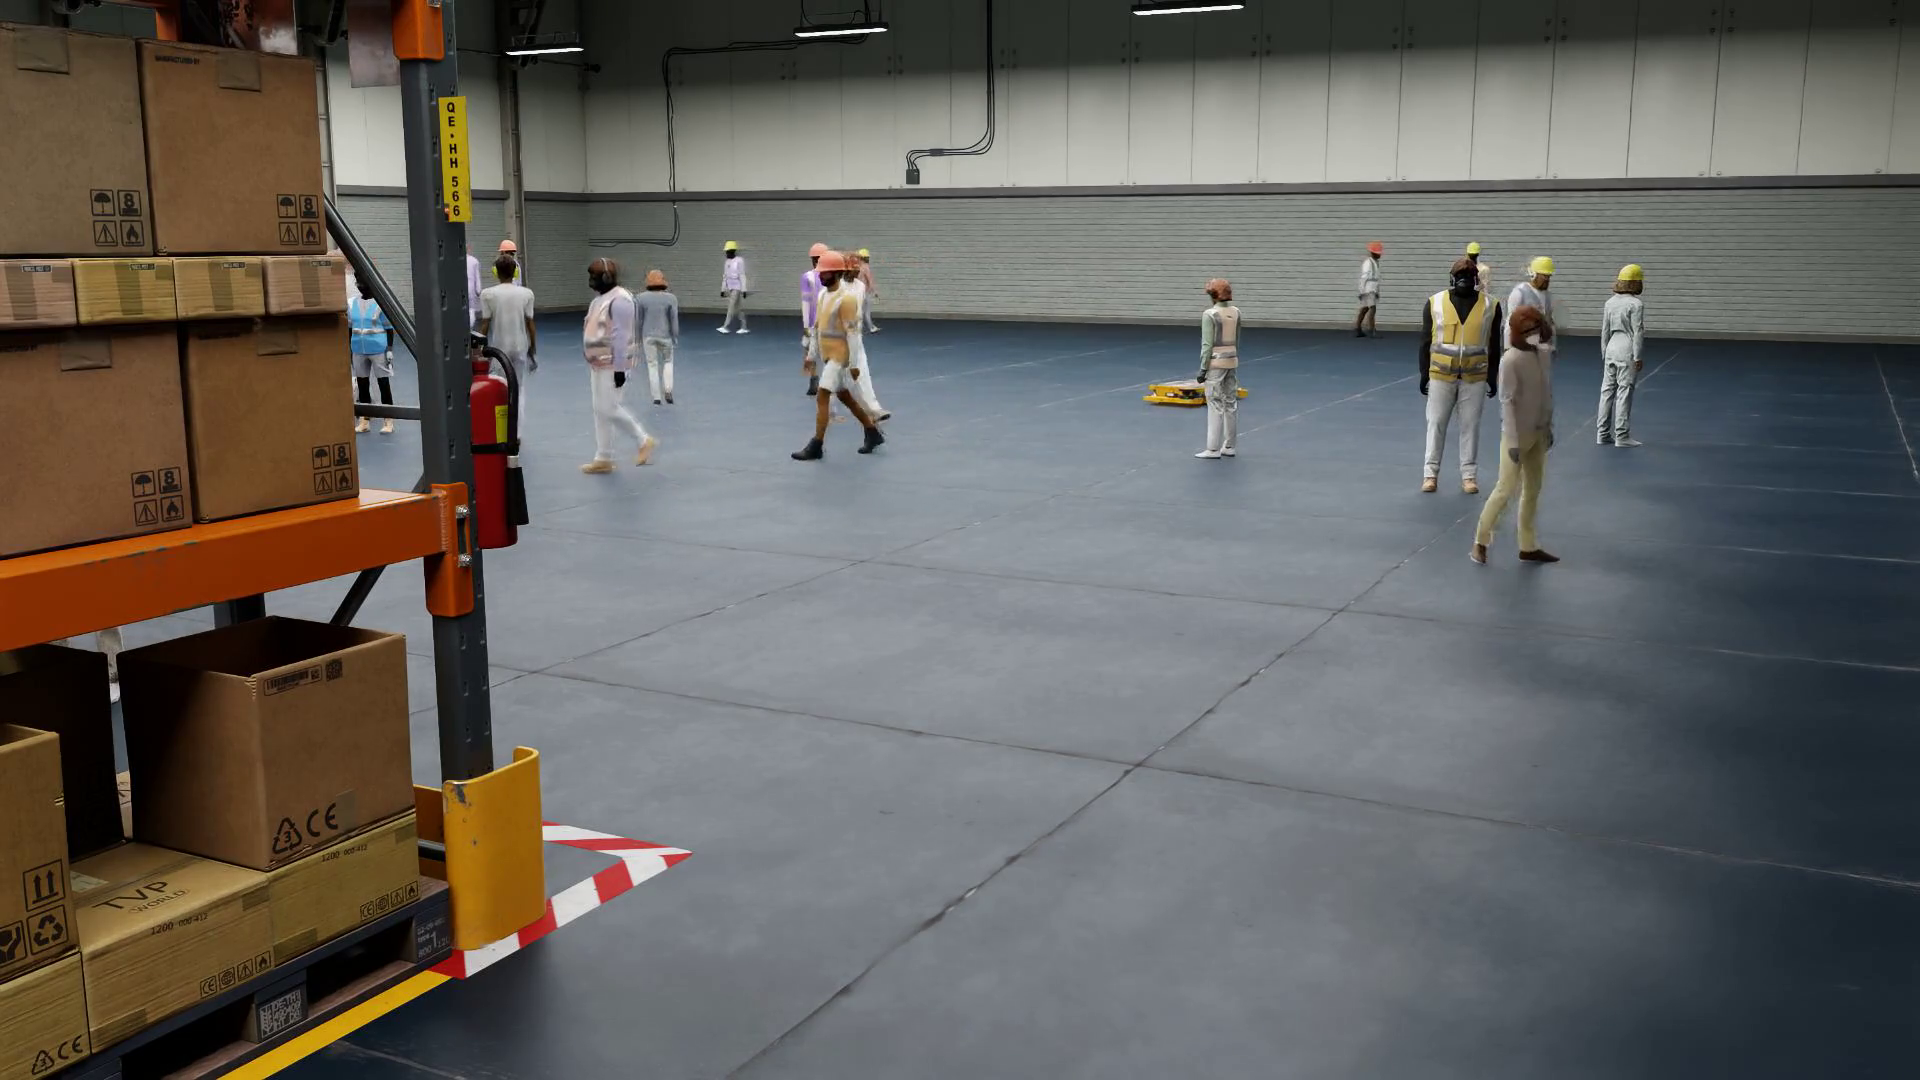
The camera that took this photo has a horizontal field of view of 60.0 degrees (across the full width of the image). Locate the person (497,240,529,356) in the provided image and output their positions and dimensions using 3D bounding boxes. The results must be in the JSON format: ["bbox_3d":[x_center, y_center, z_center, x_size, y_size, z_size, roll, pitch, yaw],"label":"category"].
[{"bbox_3d":[-7.438,-3.992,27.632,0.454,1.932,0.557,-3,11,-15],"label":"person"}]

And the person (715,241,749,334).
[{"bbox_3d":[-4.713,-5.156,34.084,0.941,1.881,0.611,-8,13,-36],"label":"person"}]

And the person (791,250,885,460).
[{"bbox_3d":[-1.092,-1.694,15.210,0.986,1.897,0.550,-6,12,-29],"label":"person"}]

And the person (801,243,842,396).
[{"bbox_3d":[-1.719,-2.718,20.708,0.566,1.922,0.464,-4,11,-23],"label":"person"}]

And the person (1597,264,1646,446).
[{"bbox_3d":[6.401,-1.773,16.025,0.314,1.743,0.493,-4,11,-20],"label":"person"}]

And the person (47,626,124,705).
[{"bbox_3d":[-3.844,-0.092,7.143,0.512,1.641,0.307,0,10,1],"label":"person"}]

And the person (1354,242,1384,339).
[{"bbox_3d":[8.089,-4.912,32.785,0.688,1.886,0.610,7,12,32],"label":"person"}]

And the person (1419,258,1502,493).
[{"bbox_3d":[3.929,-1.287,13.105,0.621,1.845,0.429,2,11,13],"label":"person"}]

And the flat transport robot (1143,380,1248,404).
[{"bbox_3d":[2.886,-1.816,20.278,0.652,0.197,1.431,8,13,37],"label":"flat transport robot"}]

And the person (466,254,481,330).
[{"bbox_3d":[-9.782,-4.904,32.681,0.668,1.888,0.498,-5,11,-25],"label":"person"}]

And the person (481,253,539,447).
[{"bbox_3d":[-4.270,-1.796,15.843,0.518,1.856,0.461,-3,11,-18],"label":"person"}]

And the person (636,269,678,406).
[{"bbox_3d":[-3.602,-2.403,19.795,0.503,1.616,0.433,-1,10,-8],"label":"person"}]

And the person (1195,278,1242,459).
[{"bbox_3d":[2.354,-1.552,15.102,0.513,1.640,0.309,-10,14,-43],"label":"person"}]

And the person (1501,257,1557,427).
[{"bbox_3d":[5.991,-2.018,17.227,0.603,1.788,0.852,-7,12,-33],"label":"person"}]

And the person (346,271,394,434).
[{"bbox_3d":[-6.011,-1.920,16.951,0.539,1.696,0.317,1,10,8],"label":"person"}]

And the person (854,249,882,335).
[{"bbox_3d":[-1.911,-5.063,34.009,0.876,1.731,0.542,-6,12,-28],"label":"person"}]

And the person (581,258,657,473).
[{"bbox_3d":[-2.962,-1.474,14.152,0.540,1.831,0.648,-6,12,-31],"label":"person"}]

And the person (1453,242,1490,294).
[{"bbox_3d":[8.596,-4.060,28.026,0.624,1.911,0.550,6,12,30],"label":"person"}]

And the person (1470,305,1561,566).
[{"bbox_3d":[3.421,-0.638,10.213,0.600,1.602,0.431,-10,14,-42],"label":"person"}]

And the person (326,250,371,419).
[{"bbox_3d":[-6.770,-2.262,18.366,0.848,1.868,0.647,9,14,40],"label":"person"}]

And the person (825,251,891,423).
[{"bbox_3d":[-1.138,-2.150,17.808,0.957,1.836,0.572,10,14,44],"label":"person"}]
